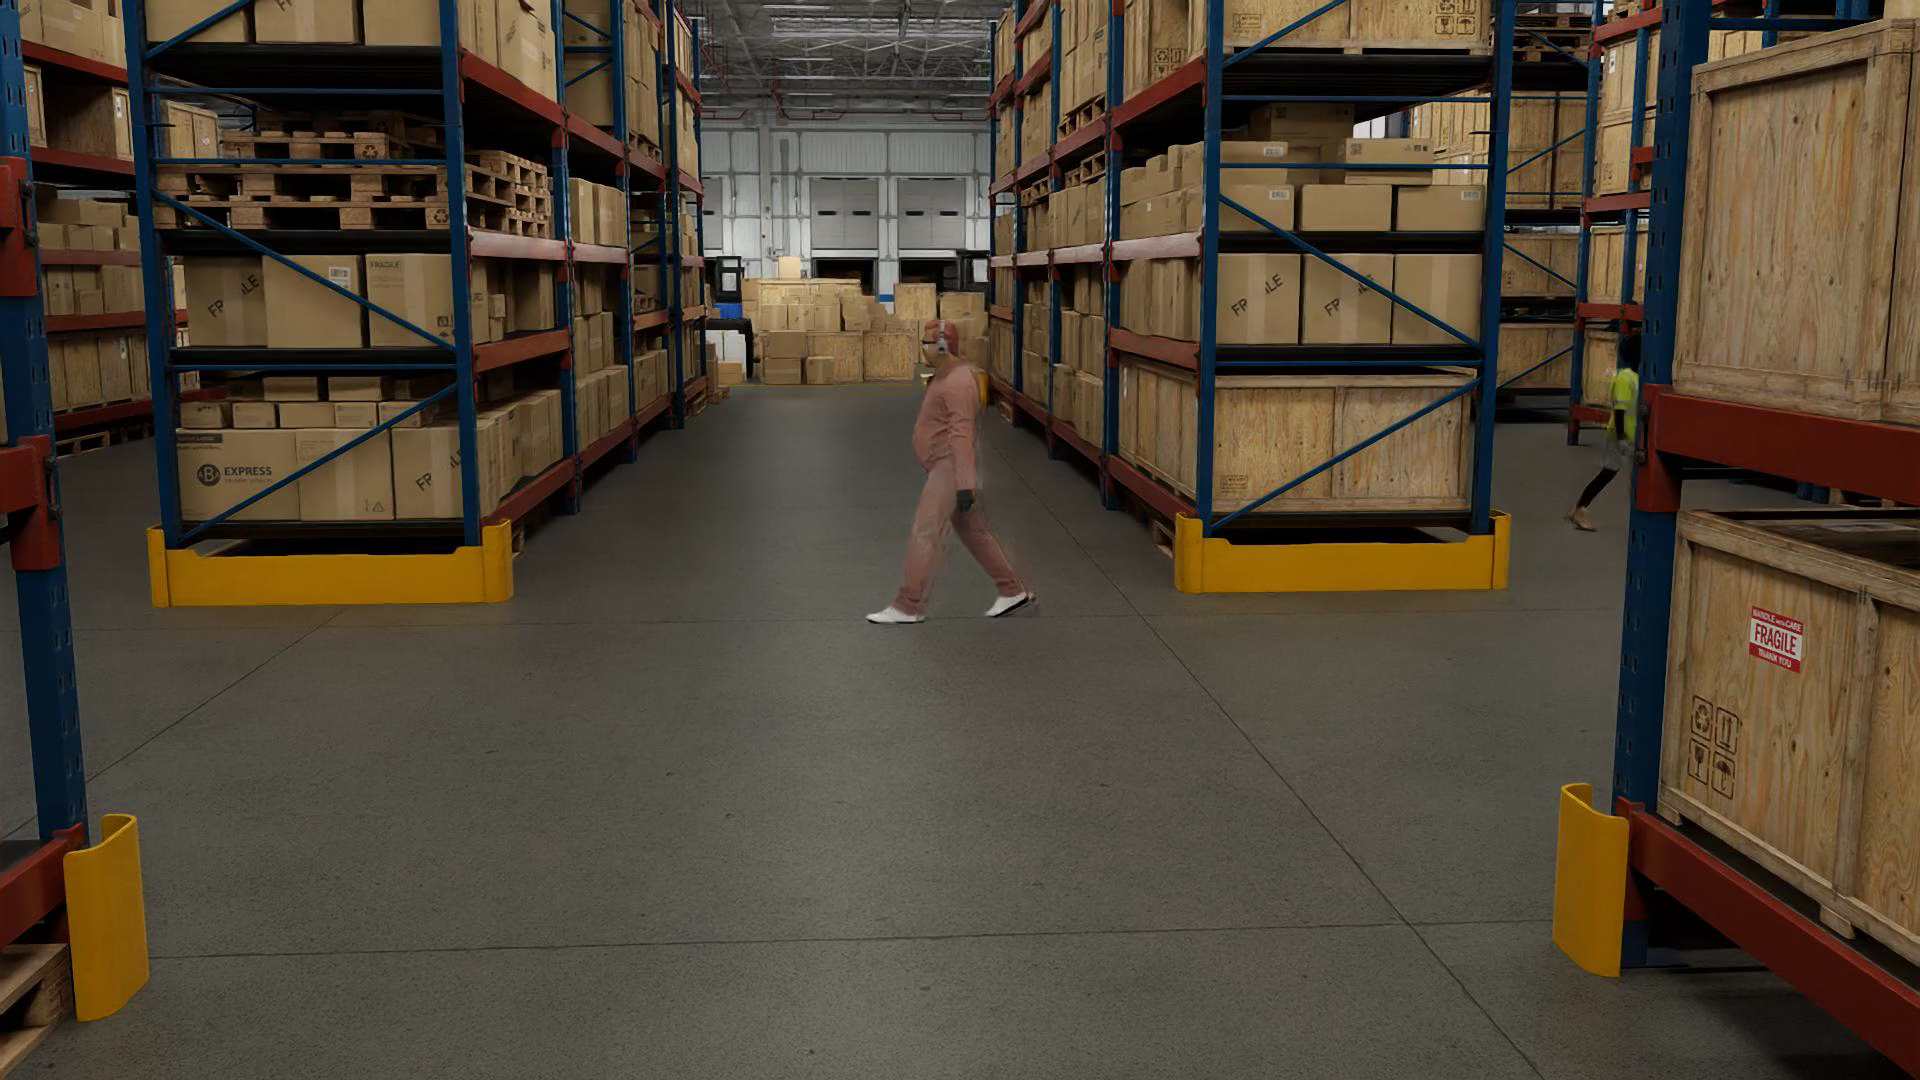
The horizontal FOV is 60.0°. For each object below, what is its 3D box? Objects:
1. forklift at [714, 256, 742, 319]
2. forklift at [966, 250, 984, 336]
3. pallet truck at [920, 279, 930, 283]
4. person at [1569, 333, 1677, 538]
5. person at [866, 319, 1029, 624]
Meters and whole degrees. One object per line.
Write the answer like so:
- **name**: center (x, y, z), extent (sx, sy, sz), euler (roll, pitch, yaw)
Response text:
- **forklift**: center (-8.560, -9.153, 61.804), extent (1.129, 2.768, 1.873), euler (-1, 9, -4)
- **forklift**: center (0.636, -6.855, 47.373), extent (1.129, 2.768, 1.873), euler (2, 9, 13)
- **pallet truck**: center (-0.932, -8.922, 63.114), extent (1.885, 1.965, 0.823), euler (2, 9, 13)
- **person**: center (5.418, -0.860, 13.560), extent (0.541, 1.657, 0.874), euler (-8, 12, -40)
- **person**: center (-0.039, -0.414, 10.133), extent (0.994, 1.864, 0.664), euler (-1, 9, -3)
